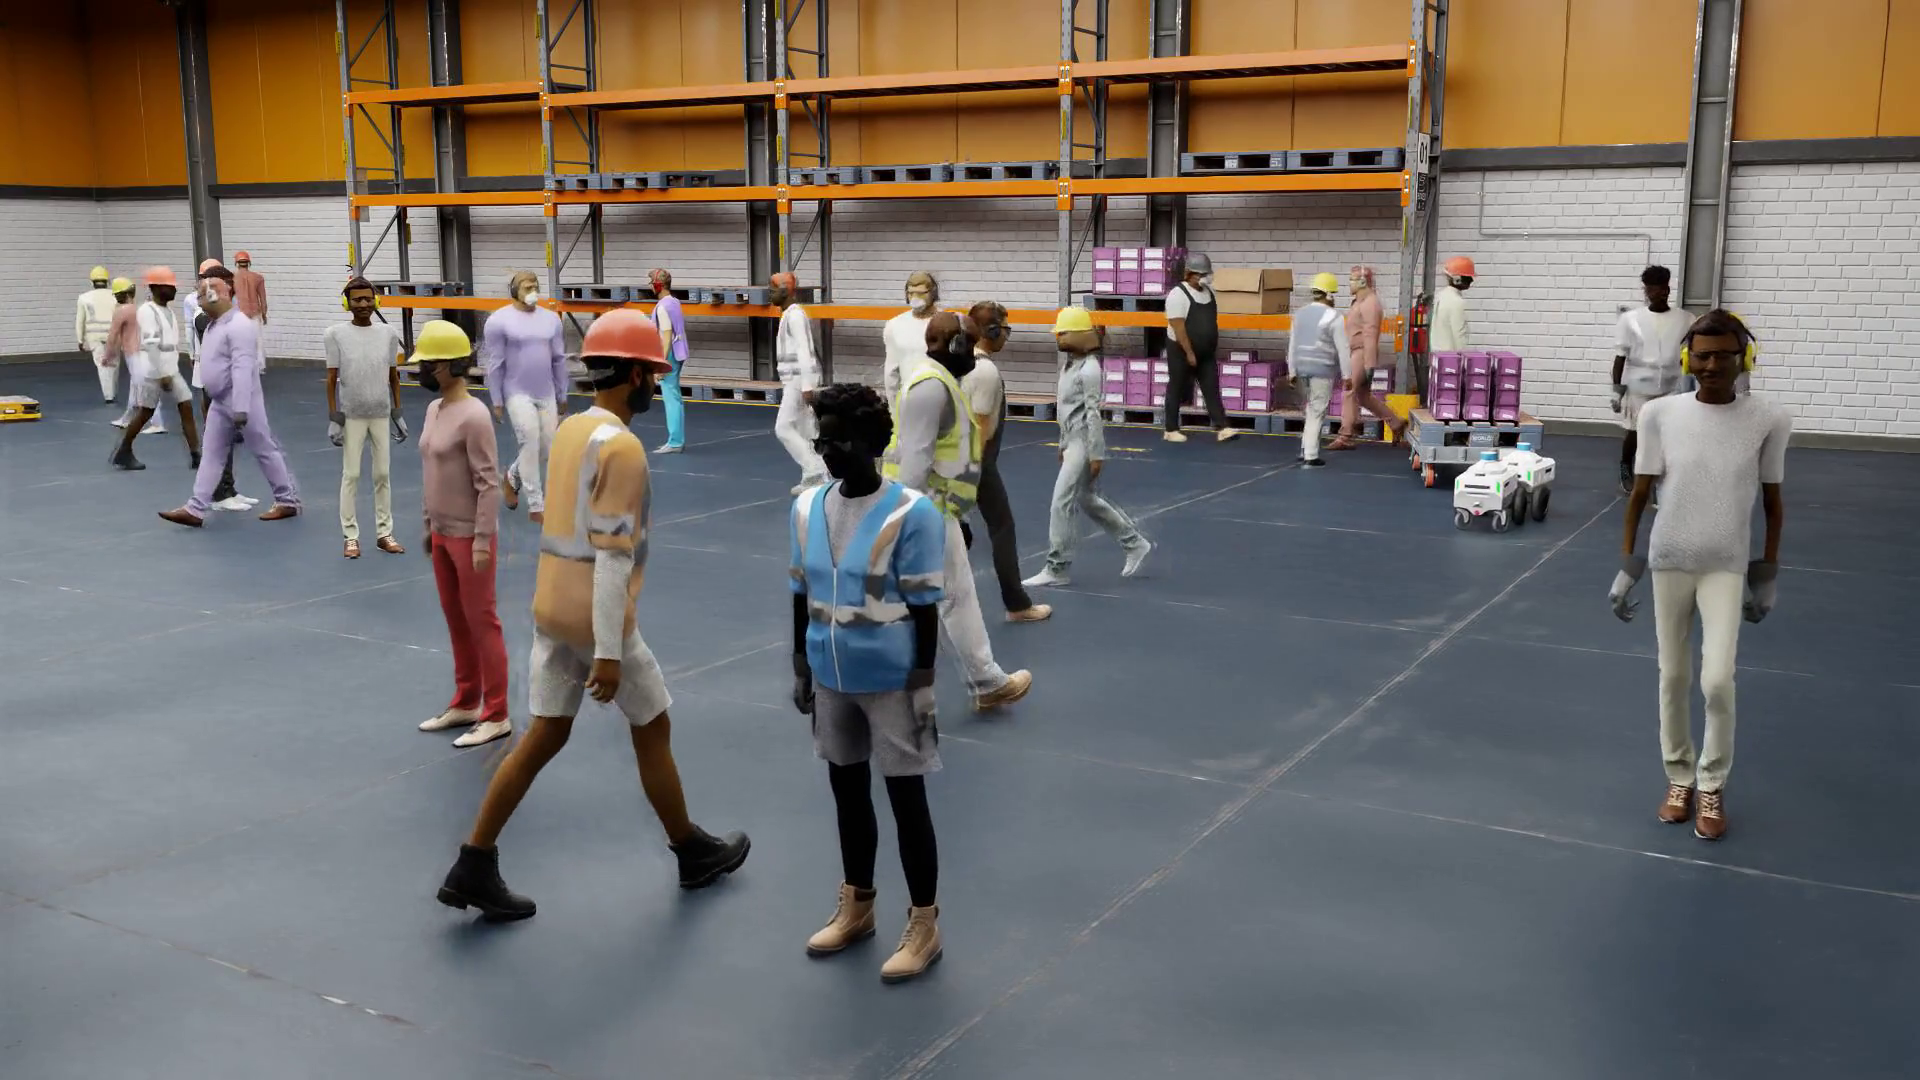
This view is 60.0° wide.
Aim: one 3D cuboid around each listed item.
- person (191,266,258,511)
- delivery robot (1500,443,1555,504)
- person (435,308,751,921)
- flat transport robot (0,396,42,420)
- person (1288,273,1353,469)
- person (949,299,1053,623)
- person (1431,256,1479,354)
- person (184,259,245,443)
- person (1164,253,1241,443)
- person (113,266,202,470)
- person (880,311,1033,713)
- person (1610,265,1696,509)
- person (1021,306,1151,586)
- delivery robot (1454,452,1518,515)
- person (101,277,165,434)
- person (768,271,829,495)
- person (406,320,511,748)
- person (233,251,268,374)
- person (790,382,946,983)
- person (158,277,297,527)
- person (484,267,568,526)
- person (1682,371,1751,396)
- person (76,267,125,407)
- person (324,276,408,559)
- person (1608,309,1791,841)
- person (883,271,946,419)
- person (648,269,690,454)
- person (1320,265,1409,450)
[{"bbox_3d":[-5.817,-1.190,13.089,0.392,1.916,0.592,-2,10,-12],"label":"person"},{"bbox_3d":[4.325,-0.505,12.796,0.477,0.478,0.707,7,12,34],"label":"delivery robot"},{"bbox_3d":[-1.153,0.240,5.121,1.014,1.881,0.593,-7,12,-36],"label":"person"},{"bbox_3d":[-11.557,-1.594,20.029,0.652,0.197,1.431,-8,13,-37],"label":"flat transport robot"},{"bbox_3d":[3.380,-1.573,15.547,0.511,1.814,0.597,-6,12,-31],"label":"person"},{"bbox_3d":[0.016,-0.392,8.958,0.987,1.801,0.530,-5,11,-27],"label":"person"},{"bbox_3d":[4.791,-1.765,16.177,0.423,1.970,0.634,0,10,2],"label":"person"},{"bbox_3d":[-7.808,-1.974,17.465,0.552,1.935,0.373,-1,10,-8],"label":"person"},{"bbox_3d":[2.486,-2.009,17.372,0.705,2.000,1.017,-7,12,-34],"label":"person"},{"bbox_3d":[-7.409,-1.571,15.335,0.971,1.898,0.549,1,10,7],"label":"person"},{"bbox_3d":[-0.081,-0.101,7.318,0.818,1.782,0.678,-1,10,-8],"label":"person"},{"bbox_3d":[5.535,-1.234,13.331,0.627,1.931,0.841,2,10,10],"label":"person"},{"bbox_3d":[0.801,-0.573,10.176,0.818,1.710,0.499,-2,10,-12],"label":"person"},{"bbox_3d":[3.872,-0.405,12.230,0.477,0.478,0.707,5,11,28],"label":"delivery robot"},{"bbox_3d":[-9.191,-2.024,18.352,0.867,1.716,0.533,2,10,9],"label":"person"},{"bbox_3d":[-1.322,-1.278,13.765,0.520,1.846,0.599,-1,10,-4],"label":"person"},{"bbox_3d":[-2.101,-0.025,6.917,0.327,1.765,0.533,-8,13,-40],"label":"person"},{"bbox_3d":[-11.525,-3.664,26.876,0.623,1.989,0.400,-7,12,-36],"label":"person"},{"bbox_3d":[-0.268,0.393,4.765,0.539,1.693,0.320,7,12,34],"label":"person"},{"bbox_3d":[-5.435,-1.017,12.339,0.673,1.829,1.002,9,13,41],"label":"person"},{"bbox_3d":[-3.286,-1.086,12.511,0.833,1.919,0.631,10,14,44],"label":"person"},{"bbox_3d":[5.258,-0.791,11.673,0.442,1.614,0.516,-7,12,-36],"label":"person"},{"bbox_3d":[-11.168,-2.644,21.665,0.621,1.785,0.898,-7,12,-36],"label":"person"},{"bbox_3d":[-3.958,-0.819,11.119,0.512,1.872,0.330,-7,12,-36],"label":"person"},{"bbox_3d":[2.578,0.122,5.846,0.518,1.847,0.579,6,12,30],"label":"person"},{"bbox_3d":[-0.252,-0.886,11.413,0.653,1.887,0.998,3,10,14],"label":"person"},{"bbox_3d":[-2.901,-1.774,16.603,0.393,1.842,0.564,0,10,1],"label":"person"},{"bbox_3d":[4.130,-1.832,16.840,0.815,1.883,0.652,1,10,7],"label":"person"}]
